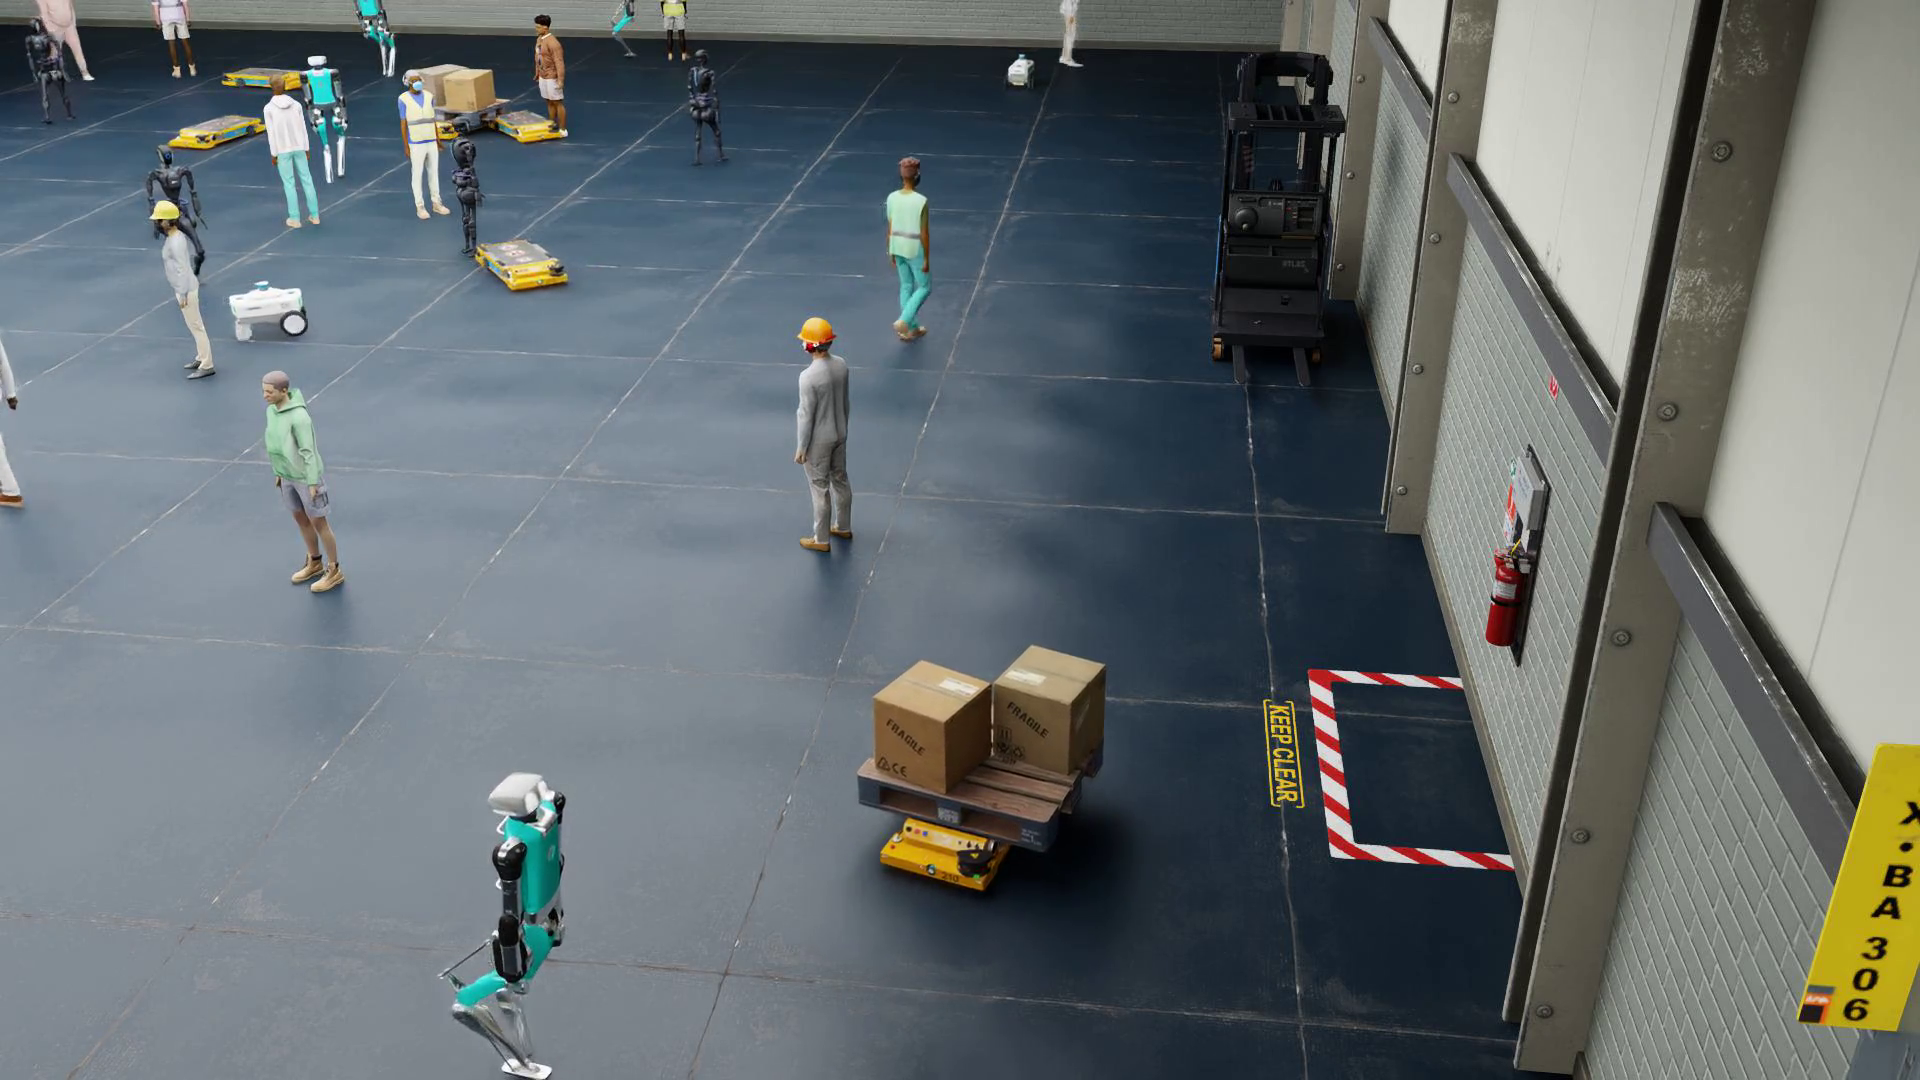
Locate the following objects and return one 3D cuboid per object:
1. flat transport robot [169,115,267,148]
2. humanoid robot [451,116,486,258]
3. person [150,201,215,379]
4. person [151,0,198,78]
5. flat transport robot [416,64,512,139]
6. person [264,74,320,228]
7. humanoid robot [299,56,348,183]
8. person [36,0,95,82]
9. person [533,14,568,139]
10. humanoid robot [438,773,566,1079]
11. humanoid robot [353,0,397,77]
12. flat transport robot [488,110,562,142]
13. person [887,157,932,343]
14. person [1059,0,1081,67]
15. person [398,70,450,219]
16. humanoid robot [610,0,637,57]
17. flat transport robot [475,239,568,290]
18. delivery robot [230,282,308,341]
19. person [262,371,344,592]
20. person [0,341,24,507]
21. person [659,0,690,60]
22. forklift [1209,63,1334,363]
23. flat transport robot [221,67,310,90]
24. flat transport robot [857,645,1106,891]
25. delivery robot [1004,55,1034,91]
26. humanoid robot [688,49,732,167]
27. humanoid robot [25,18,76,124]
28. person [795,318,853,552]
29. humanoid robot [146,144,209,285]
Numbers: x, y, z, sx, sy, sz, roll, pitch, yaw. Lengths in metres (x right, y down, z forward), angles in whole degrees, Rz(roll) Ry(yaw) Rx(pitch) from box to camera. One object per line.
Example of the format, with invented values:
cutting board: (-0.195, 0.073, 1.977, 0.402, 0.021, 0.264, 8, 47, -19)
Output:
flat transport robot: (-11.473, -6.327, 25.769, 0.659, 0.231, 1.431, 9, 28, 17)
humanoid robot: (-5.949, -4.277, 20.086, 0.315, 1.659, 0.599, -15, 30, -27)
person: (-7.664, -2.472, 16.398, 0.303, 1.772, 0.524, -12, 29, -23)
person: (-14.136, -9.355, 29.849, 0.605, 2.034, 0.388, -16, 31, -28)
flat transport robot: (-7.874, -6.596, 26.306, 0.659, 0.231, 1.431, 11, 29, 21)
person: (-8.532, -4.952, 21.189, 0.496, 1.915, 0.350, -20, 33, -34)
humanoid robot: (-8.842, -5.900, 23.321, 0.540, 1.818, 0.760, -7, 27, -13)
person: (-16.011, -9.135, 29.595, 0.978, 1.867, 0.628, 19, 32, 33)
person: (-6.305, -7.157, 25.653, 0.381, 1.854, 0.800, -22, 34, -37)
humanoid robot: (-2.162, 1.906, 7.820, 0.710, 1.895, 0.538, 6, 27, 11)
humanoid robot: (-10.462, -9.217, 29.955, 0.567, 1.807, 0.857, 3, 27, 5)
flat transport robot: (-6.862, -6.504, 26.122, 0.659, 0.231, 1.431, -18, 32, -32)
person: (-0.537, -2.964, 17.167, 0.495, 1.964, 0.604, 15, 30, 27)
person: (2.057, -9.742, 30.842, 0.422, 1.882, 0.528, 6, 27, 11)
person: (-6.992, -5.150, 21.609, 0.388, 1.891, 0.545, 22, 34, 37)
humanoid robot: (-6.388, -10.013, 31.418, 0.694, 1.732, 0.542, -7, 28, -15)
flat transport robot: (-5.205, -3.270, 19.666, 0.659, 0.231, 1.431, -15, 30, -28)
delivery robot: (-7.349, -2.447, 17.725, 0.811, 0.613, 0.499, -11, 29, -21)
person: (-4.918, -0.450, 12.403, 0.465, 1.733, 0.328, 16, 31, 29)
person: (-8.176, -1.176, 13.709, 0.757, 1.854, 0.592, 12, 29, 23)
person: (-5.376, -9.905, 31.315, 0.533, 1.697, 0.318, 2, 27, 3)
forklift: (3.241, -3.477, 17.183, 1.129, 2.768, 1.873, 3, 27, 6)
flat transport robot: (-12.261, -8.159, 29.426, 1.431, 0.231, 0.659, 8, 28, 16)
flat transport robot: (0.120, 1.561, 10.022, 0.659, 0.231, 1.431, 11, 29, 21)
delivery robot: (1.075, -8.201, 29.181, 0.499, 0.586, 0.773, 6, 27, 12)
humanoid robot: (-3.698, -6.293, 24.150, 0.602, 1.637, 0.641, 18, 32, 32)
humanoid robot: (-14.521, -7.469, 26.513, 0.591, 1.631, 0.740, 0, 27, 0)
person: (-1.070, -0.822, 12.979, 0.380, 1.890, 0.563, 18, 32, 31)
humanoid robot: (-8.891, -3.661, 18.875, 0.354, 1.643, 0.600, 21, 34, 36)
